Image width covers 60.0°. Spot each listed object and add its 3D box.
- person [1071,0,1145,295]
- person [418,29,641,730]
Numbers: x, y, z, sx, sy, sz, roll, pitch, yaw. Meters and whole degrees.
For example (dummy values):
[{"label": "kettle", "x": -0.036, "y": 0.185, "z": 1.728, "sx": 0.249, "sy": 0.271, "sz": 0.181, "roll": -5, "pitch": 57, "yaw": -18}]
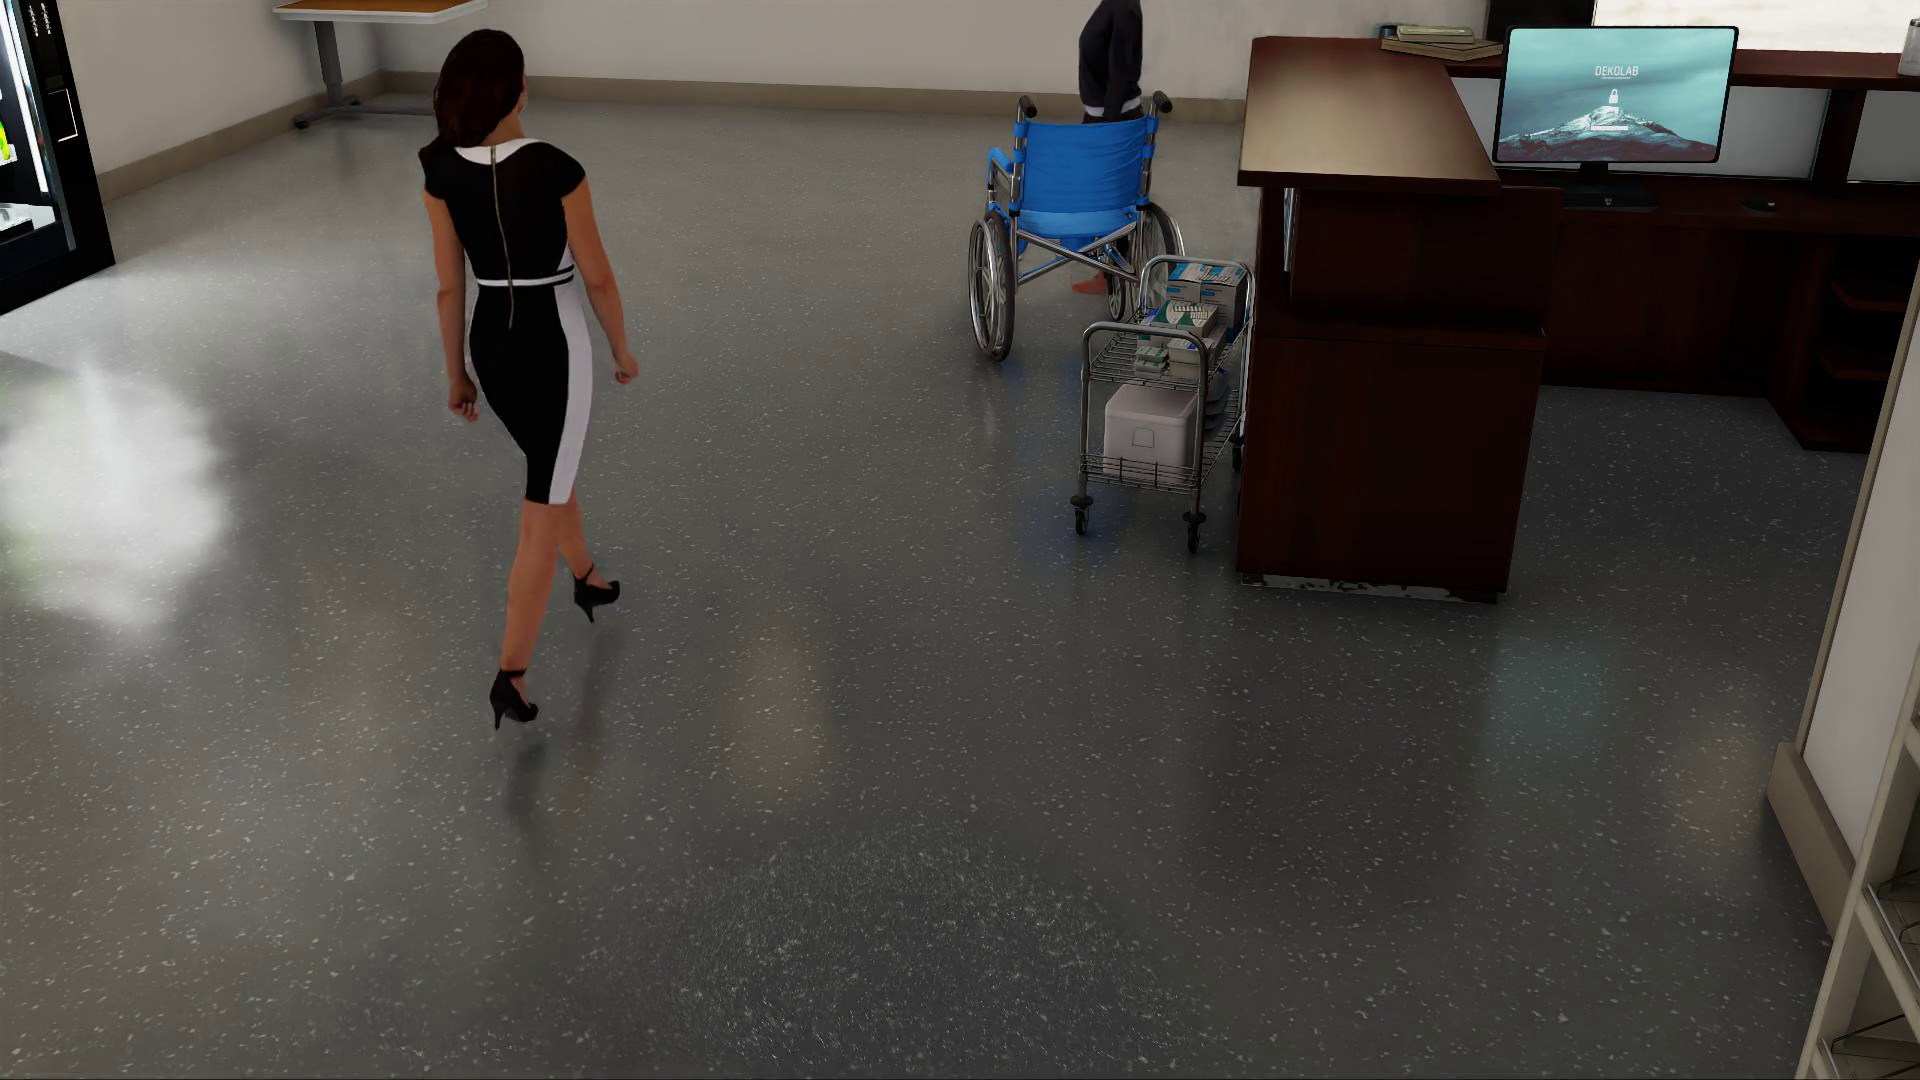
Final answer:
[{"label": "person", "x": 0.777, "y": -1.972, "z": 7.695, "sx": 0.734, "sy": 1.712, "sz": 0.590, "roll": 1, "pitch": 26, "yaw": 2}, {"label": "person", "x": -1.118, "y": -0.348, "z": 4.286, "sx": 0.616, "sy": 1.747, "sz": 1.129, "roll": 5, "pitch": 26, "yaw": 11}]
